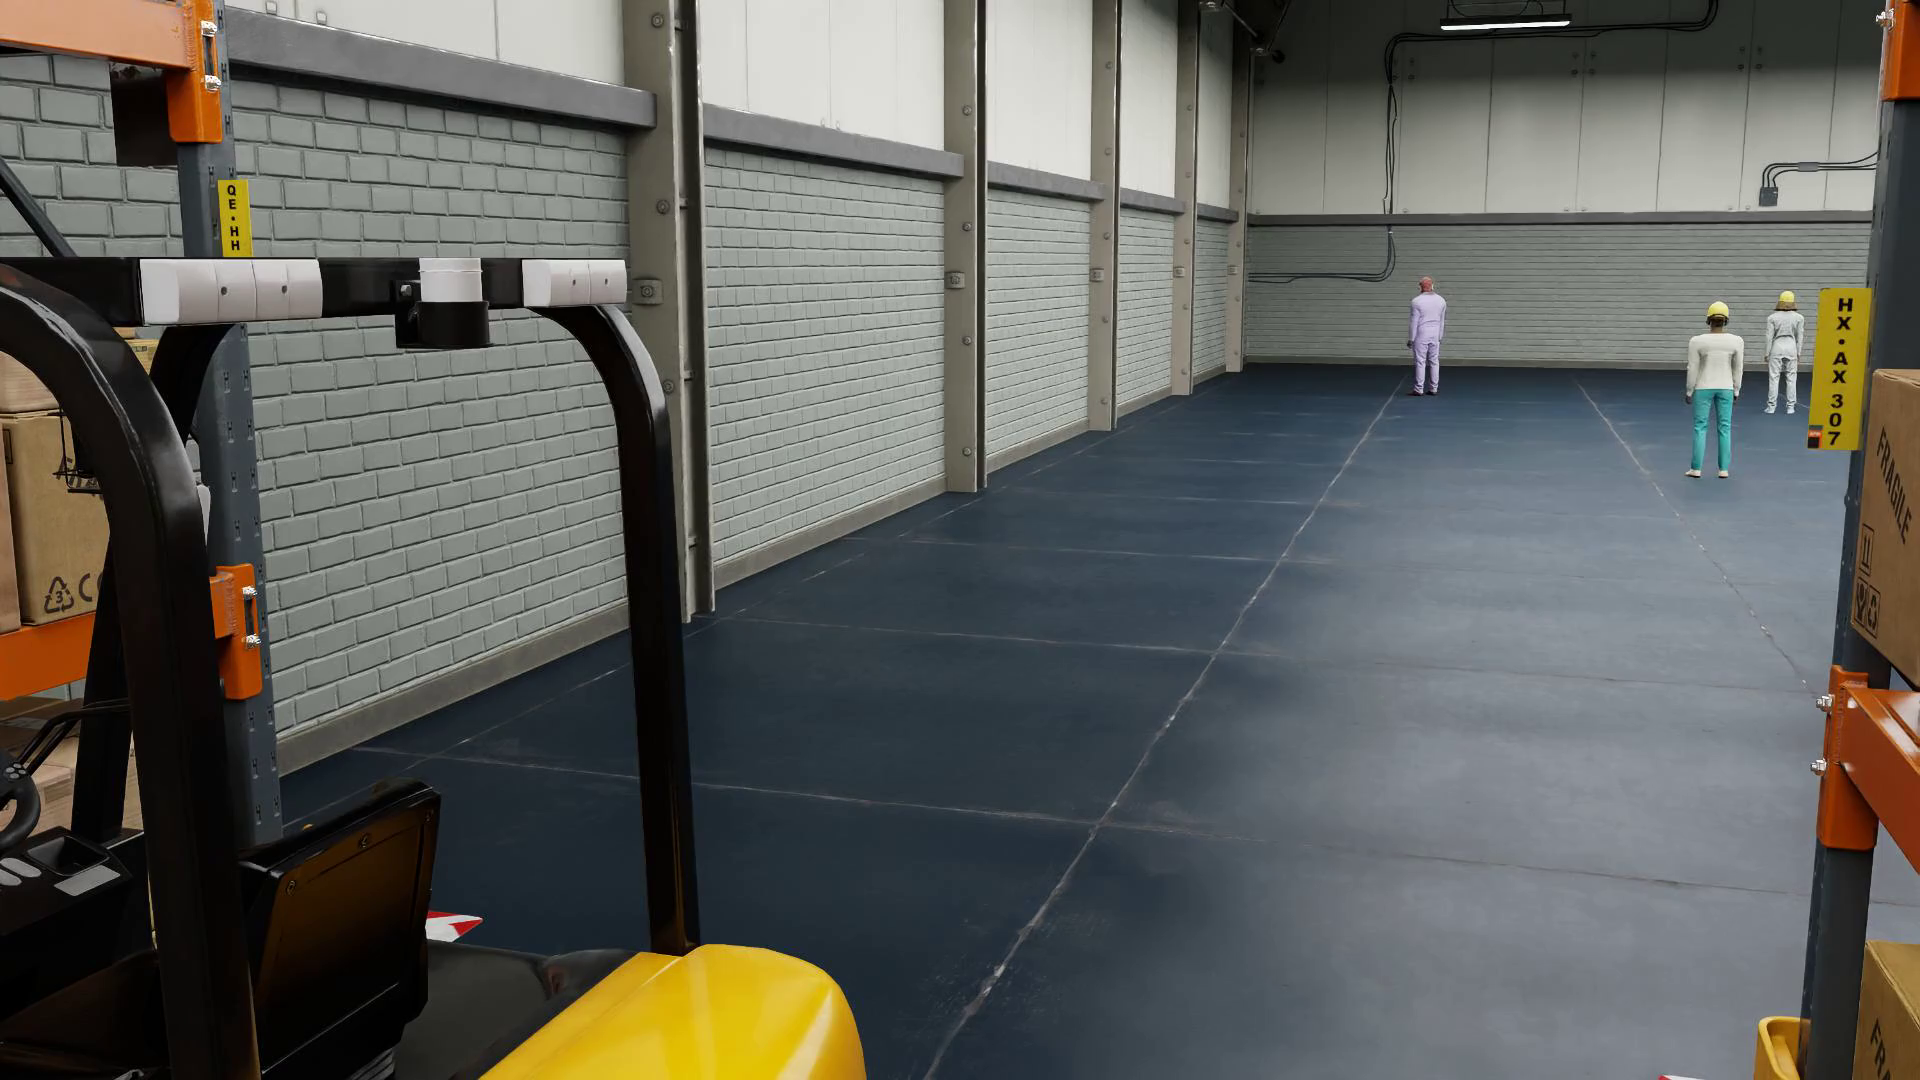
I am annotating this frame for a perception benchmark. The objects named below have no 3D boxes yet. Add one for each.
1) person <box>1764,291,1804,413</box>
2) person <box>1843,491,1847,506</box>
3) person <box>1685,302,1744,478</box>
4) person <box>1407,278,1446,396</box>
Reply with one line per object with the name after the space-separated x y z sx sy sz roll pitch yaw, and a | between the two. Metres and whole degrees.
11.761 -2.677 23.766 0.483 1.745 0.301 3 10 18 | person
5.463 -0.371 9.550 0.647 1.909 0.406 2 10 12 | person
7.540 -1.494 16.655 0.523 1.769 0.309 2 10 11 | person
7.489 -3.267 26.814 0.639 1.904 0.402 -3 10 -20 | person
